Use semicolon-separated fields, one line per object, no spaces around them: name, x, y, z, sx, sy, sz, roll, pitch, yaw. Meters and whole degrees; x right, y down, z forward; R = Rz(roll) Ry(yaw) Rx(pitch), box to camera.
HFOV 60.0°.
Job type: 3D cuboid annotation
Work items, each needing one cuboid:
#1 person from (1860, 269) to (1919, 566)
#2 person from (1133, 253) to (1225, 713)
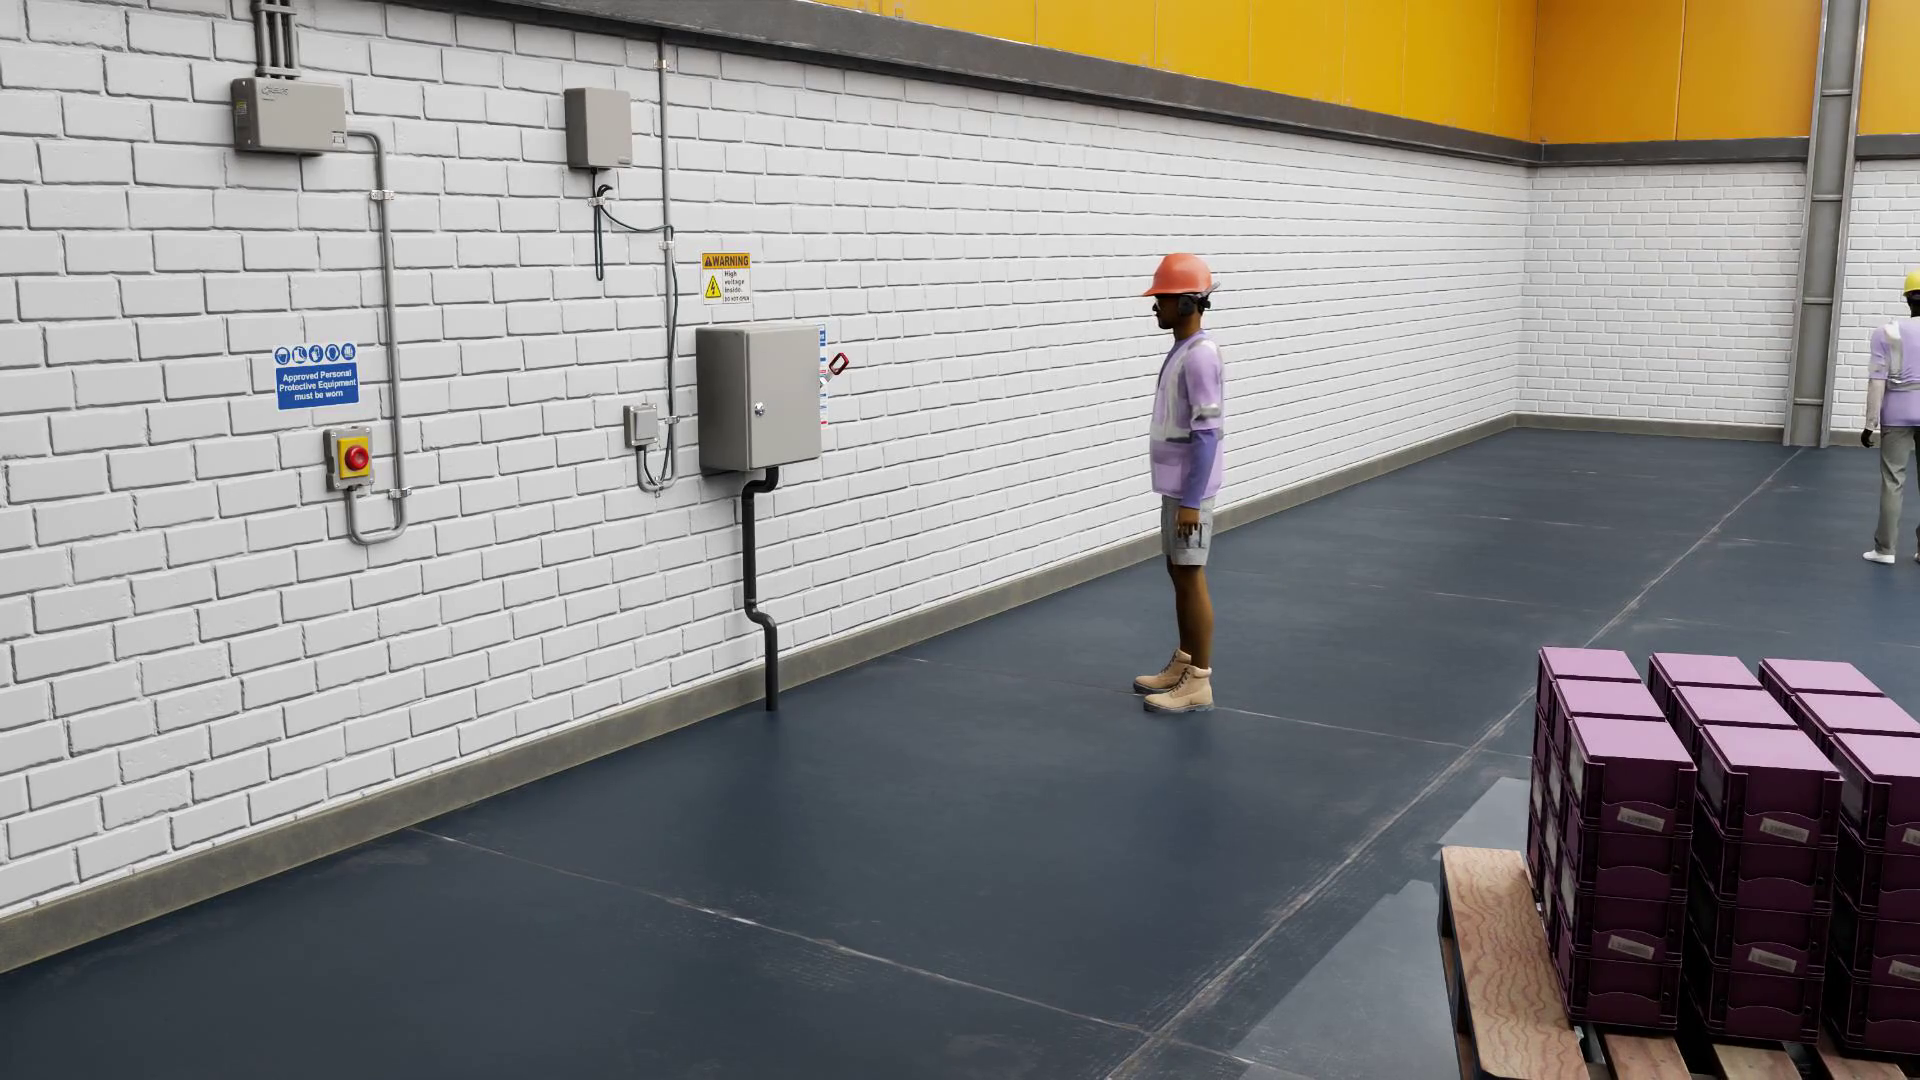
person;6.144;-0.783;10.748;0.589;1.918;0.392;2;10;11
person;0.977;-0.249;7.438;0.375;2.042;0.615;0;10;-1
